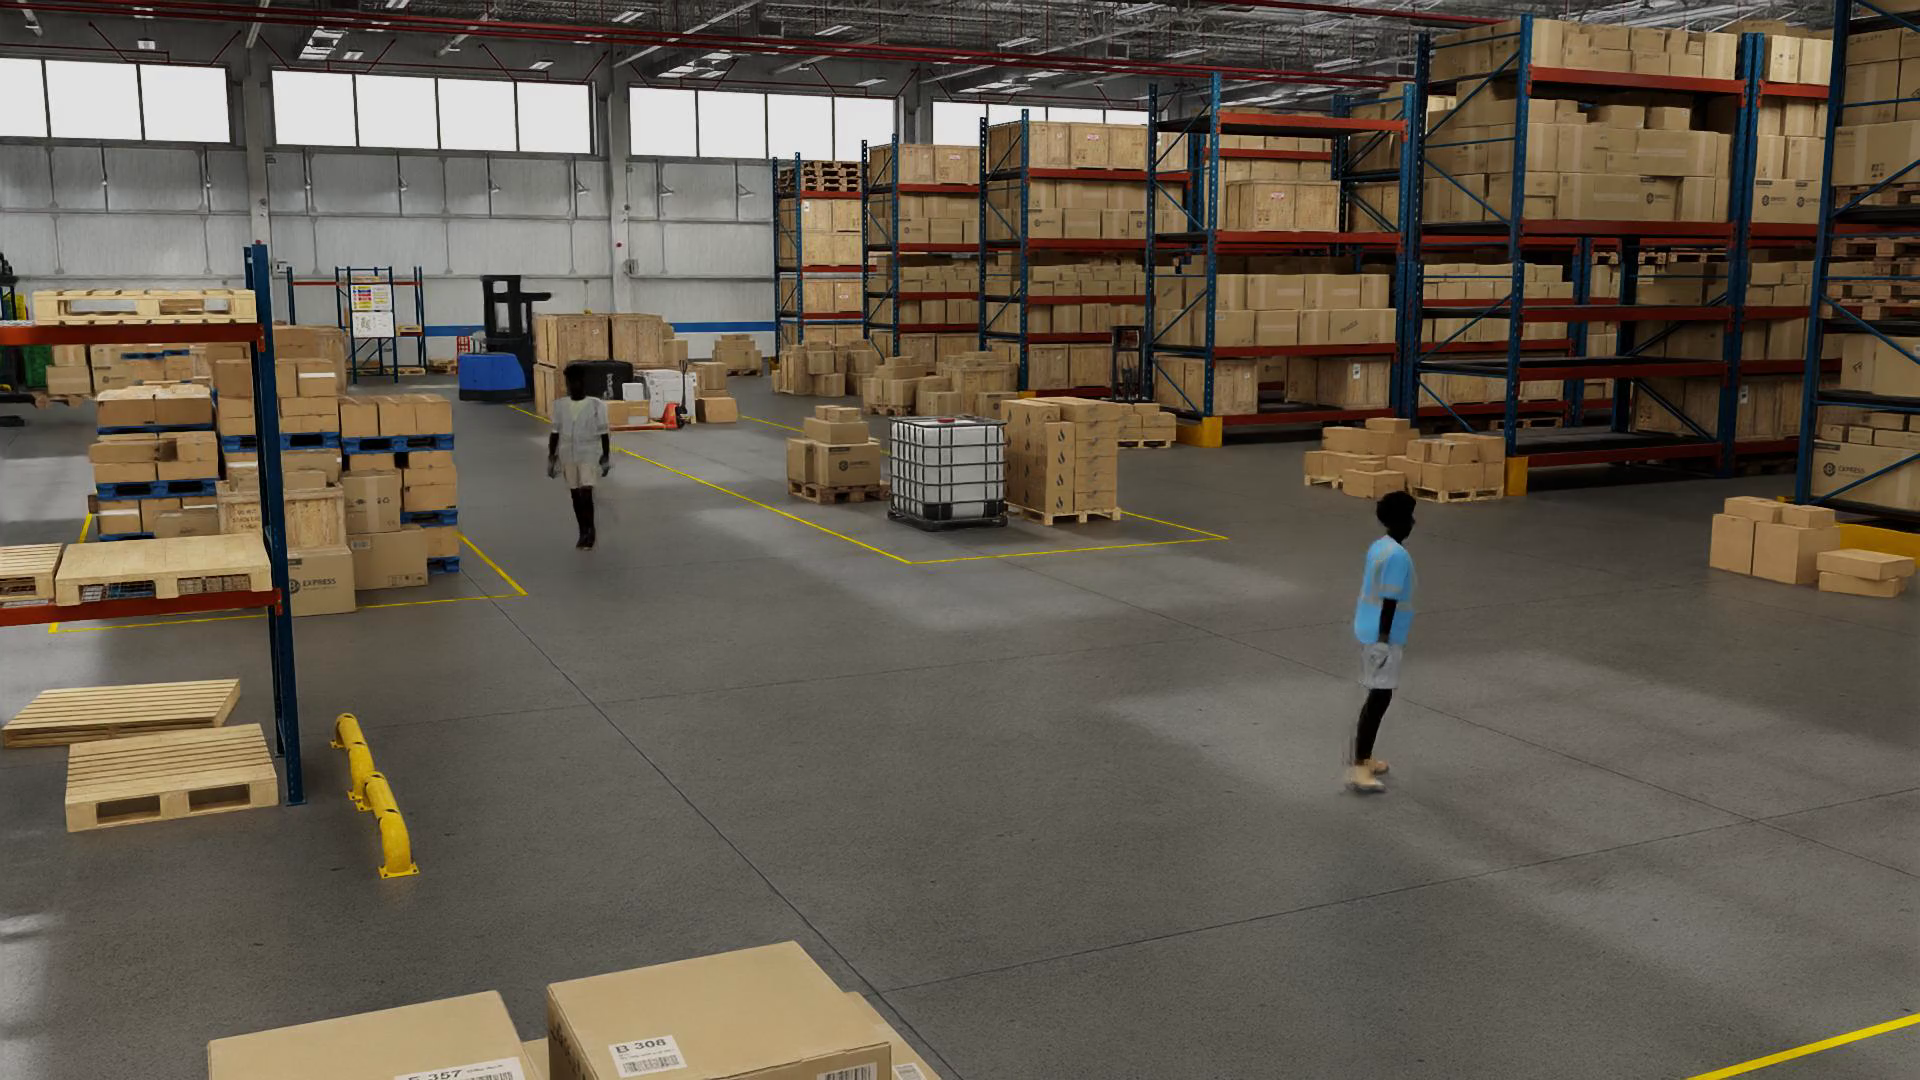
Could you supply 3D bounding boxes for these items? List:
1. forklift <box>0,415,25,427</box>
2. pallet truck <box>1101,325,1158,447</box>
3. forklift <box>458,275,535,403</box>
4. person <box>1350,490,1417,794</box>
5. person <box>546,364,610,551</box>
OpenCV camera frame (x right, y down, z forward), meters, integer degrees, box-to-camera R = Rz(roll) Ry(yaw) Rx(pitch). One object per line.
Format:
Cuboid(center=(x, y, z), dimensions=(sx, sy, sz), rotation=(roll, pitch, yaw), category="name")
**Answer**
Cuboid(center=(-18.410, -3.458, 30.544), dimensions=(1.873, 2.768, 1.129), rotation=(-6, 11, -32), category="forklift")
Cuboid(center=(2.881, -2.596, 27.923), dimensions=(0.823, 1.965, 1.885), rotation=(-1, 9, -7), category="pallet truck")
Cuboid(center=(-10.176, -4.497, 36.988), dimensions=(1.129, 2.768, 1.873), rotation=(5, 10, 29), category="forklift")
Cuboid(center=(2.370, 0.562, 9.348), dimensions=(0.388, 1.662, 0.677), rotation=(1, 9, 5), category="person")
Cuboid(center=(-3.968, -0.842, 17.189), dimensions=(0.616, 1.942, 0.588), rotation=(2, 9, 10), category="person")
